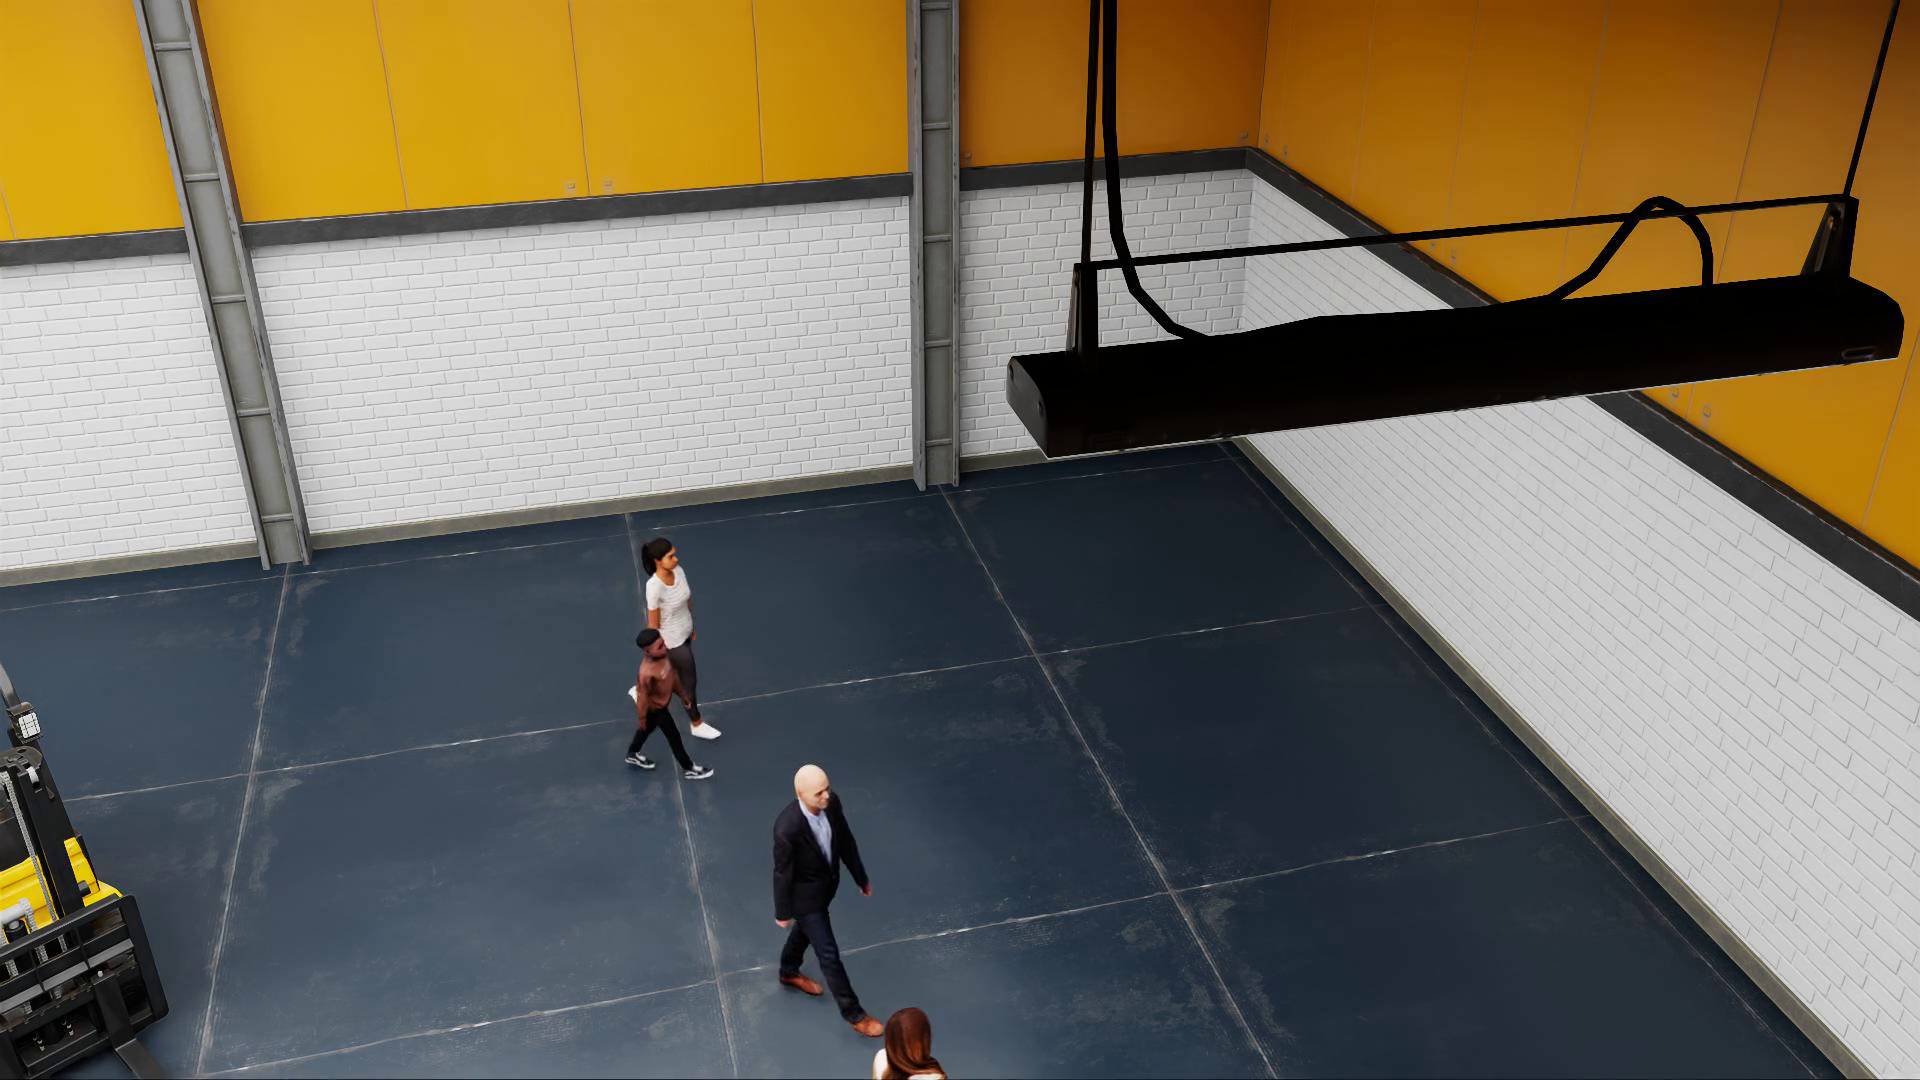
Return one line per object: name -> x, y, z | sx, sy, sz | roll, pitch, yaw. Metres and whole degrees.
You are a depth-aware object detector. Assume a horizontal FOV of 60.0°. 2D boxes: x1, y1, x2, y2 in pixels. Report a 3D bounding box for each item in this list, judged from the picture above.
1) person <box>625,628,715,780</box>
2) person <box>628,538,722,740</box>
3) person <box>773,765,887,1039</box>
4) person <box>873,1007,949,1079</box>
person -> -2.216, 1.160, 11.834 | 0.991, 1.221, 0.772 | 5, 29, 9
person -> -2.175, 0.703, 12.253 | 1.116, 1.621, 0.946 | 10, 30, 17
person -> -0.913, 2.019, 9.696 | 1.190, 1.760, 1.171 | 18, 33, 29
person -> -0.238, 2.952, 7.959 | 0.663, 1.785, 0.711 | 18, 33, 29
